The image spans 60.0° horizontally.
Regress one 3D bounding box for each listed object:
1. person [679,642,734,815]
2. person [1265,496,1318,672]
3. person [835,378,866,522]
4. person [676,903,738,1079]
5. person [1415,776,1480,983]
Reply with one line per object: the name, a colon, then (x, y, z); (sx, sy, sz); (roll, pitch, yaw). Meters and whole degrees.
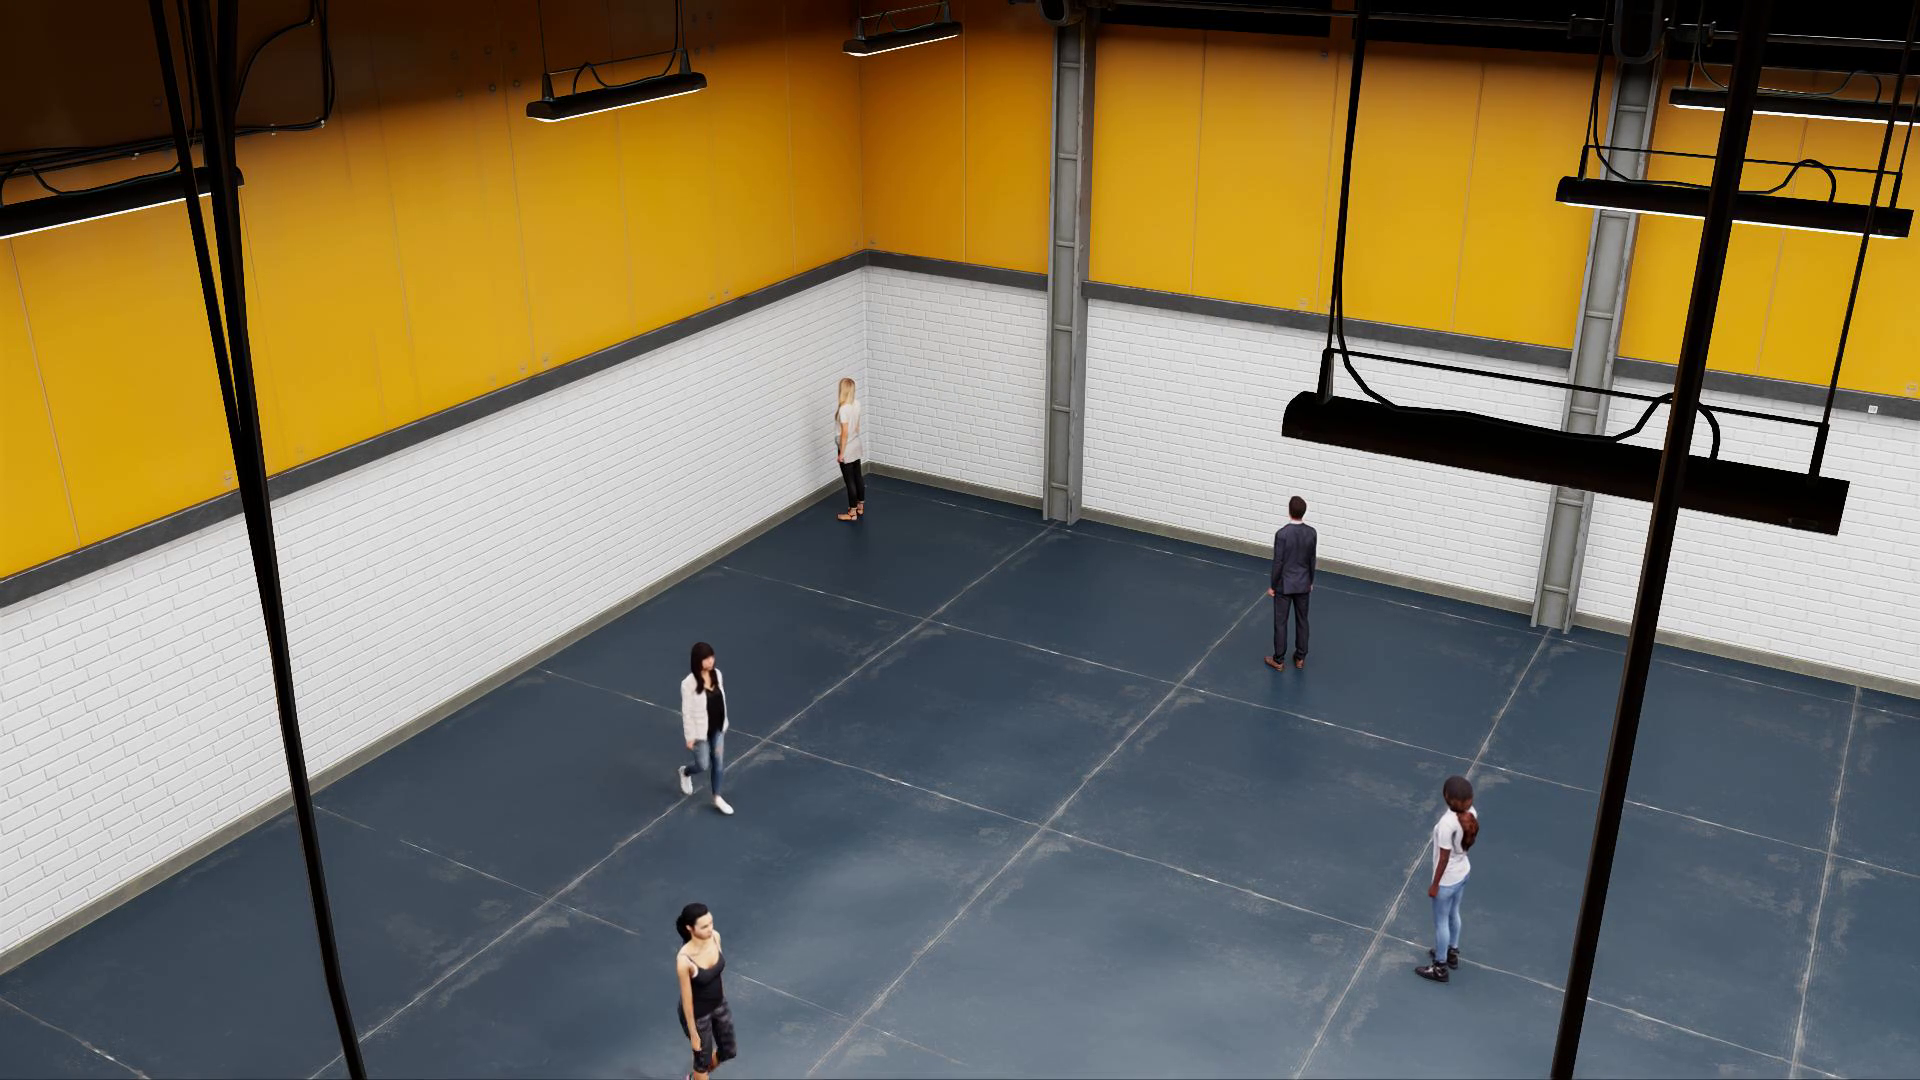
person: (-2.273, 1.623, 14.573); (0.901, 1.629, 0.734); (21, 31, 39)
person: (3.386, 0.439, 16.984); (0.723, 1.867, 0.789); (-5, 24, -12)
person: (-1.360, -1.131, 20.630); (0.548, 1.825, 0.627); (10, 26, 23)
person: (-1.780, 3.113, 11.053); (0.631, 1.718, 0.584); (15, 28, 31)
person: (3.662, 2.514, 12.419); (0.590, 1.721, 0.625); (20, 30, 38)
